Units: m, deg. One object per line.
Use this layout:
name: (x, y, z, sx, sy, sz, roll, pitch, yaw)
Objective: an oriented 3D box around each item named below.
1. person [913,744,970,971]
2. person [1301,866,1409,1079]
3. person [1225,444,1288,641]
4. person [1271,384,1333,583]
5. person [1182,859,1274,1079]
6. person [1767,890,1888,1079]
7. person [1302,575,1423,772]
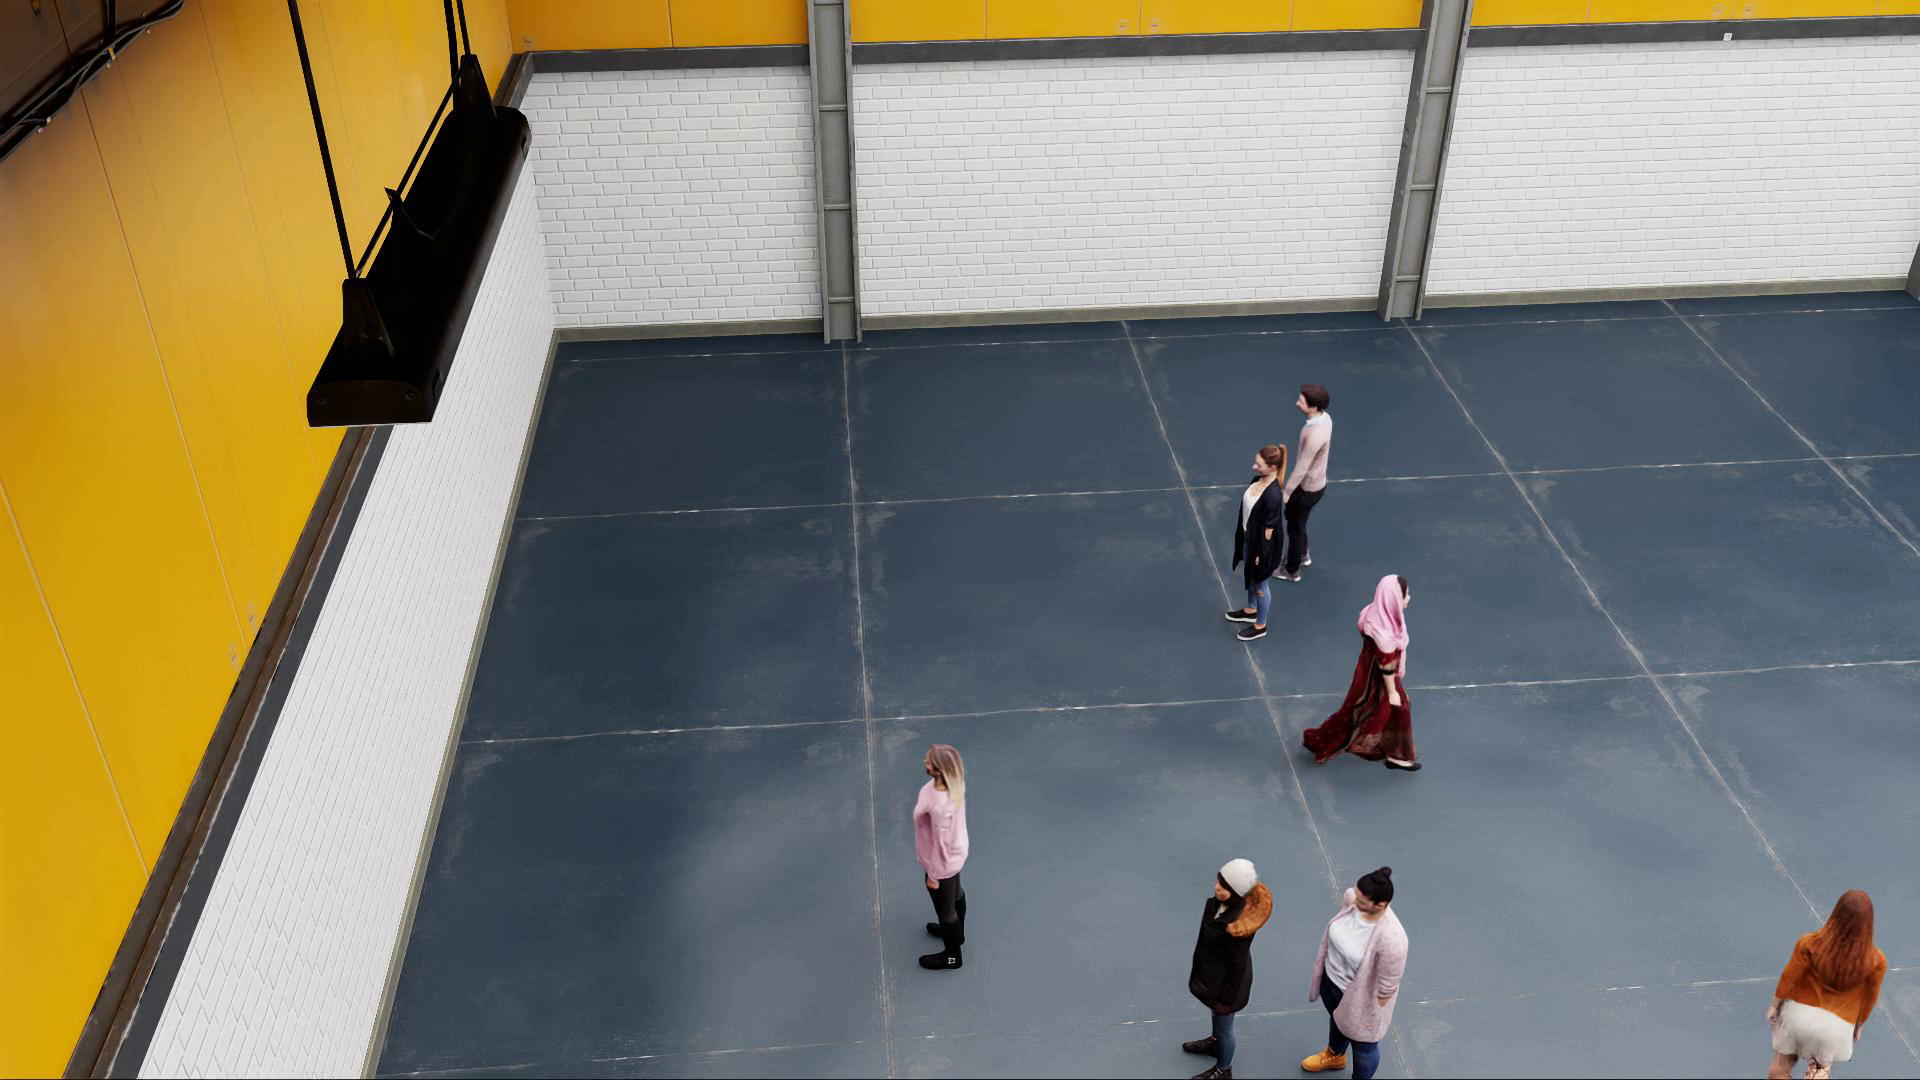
person: (-0.085, 1.882, 9.944, 0.628, 1.687, 0.656, 6, 34, 9)
person: (2.191, 2.413, 9.092, 0.711, 1.746, 0.751, -11, 35, -16)
person: (2.312, 0.004, 12.768, 0.561, 1.690, 0.632, -5, 34, -7)
person: (2.816, -0.425, 13.312, 0.716, 1.802, 0.712, 10, 35, 15)
person: (1.468, 2.394, 9.224, 0.629, 1.632, 0.644, 0, 34, 0)
person: (4.572, 2.594, 8.850, 0.854, 1.713, 0.880, 15, 36, 21)
person: (2.775, 0.948, 11.431, 1.163, 1.597, 0.927, 11, 35, 16)
